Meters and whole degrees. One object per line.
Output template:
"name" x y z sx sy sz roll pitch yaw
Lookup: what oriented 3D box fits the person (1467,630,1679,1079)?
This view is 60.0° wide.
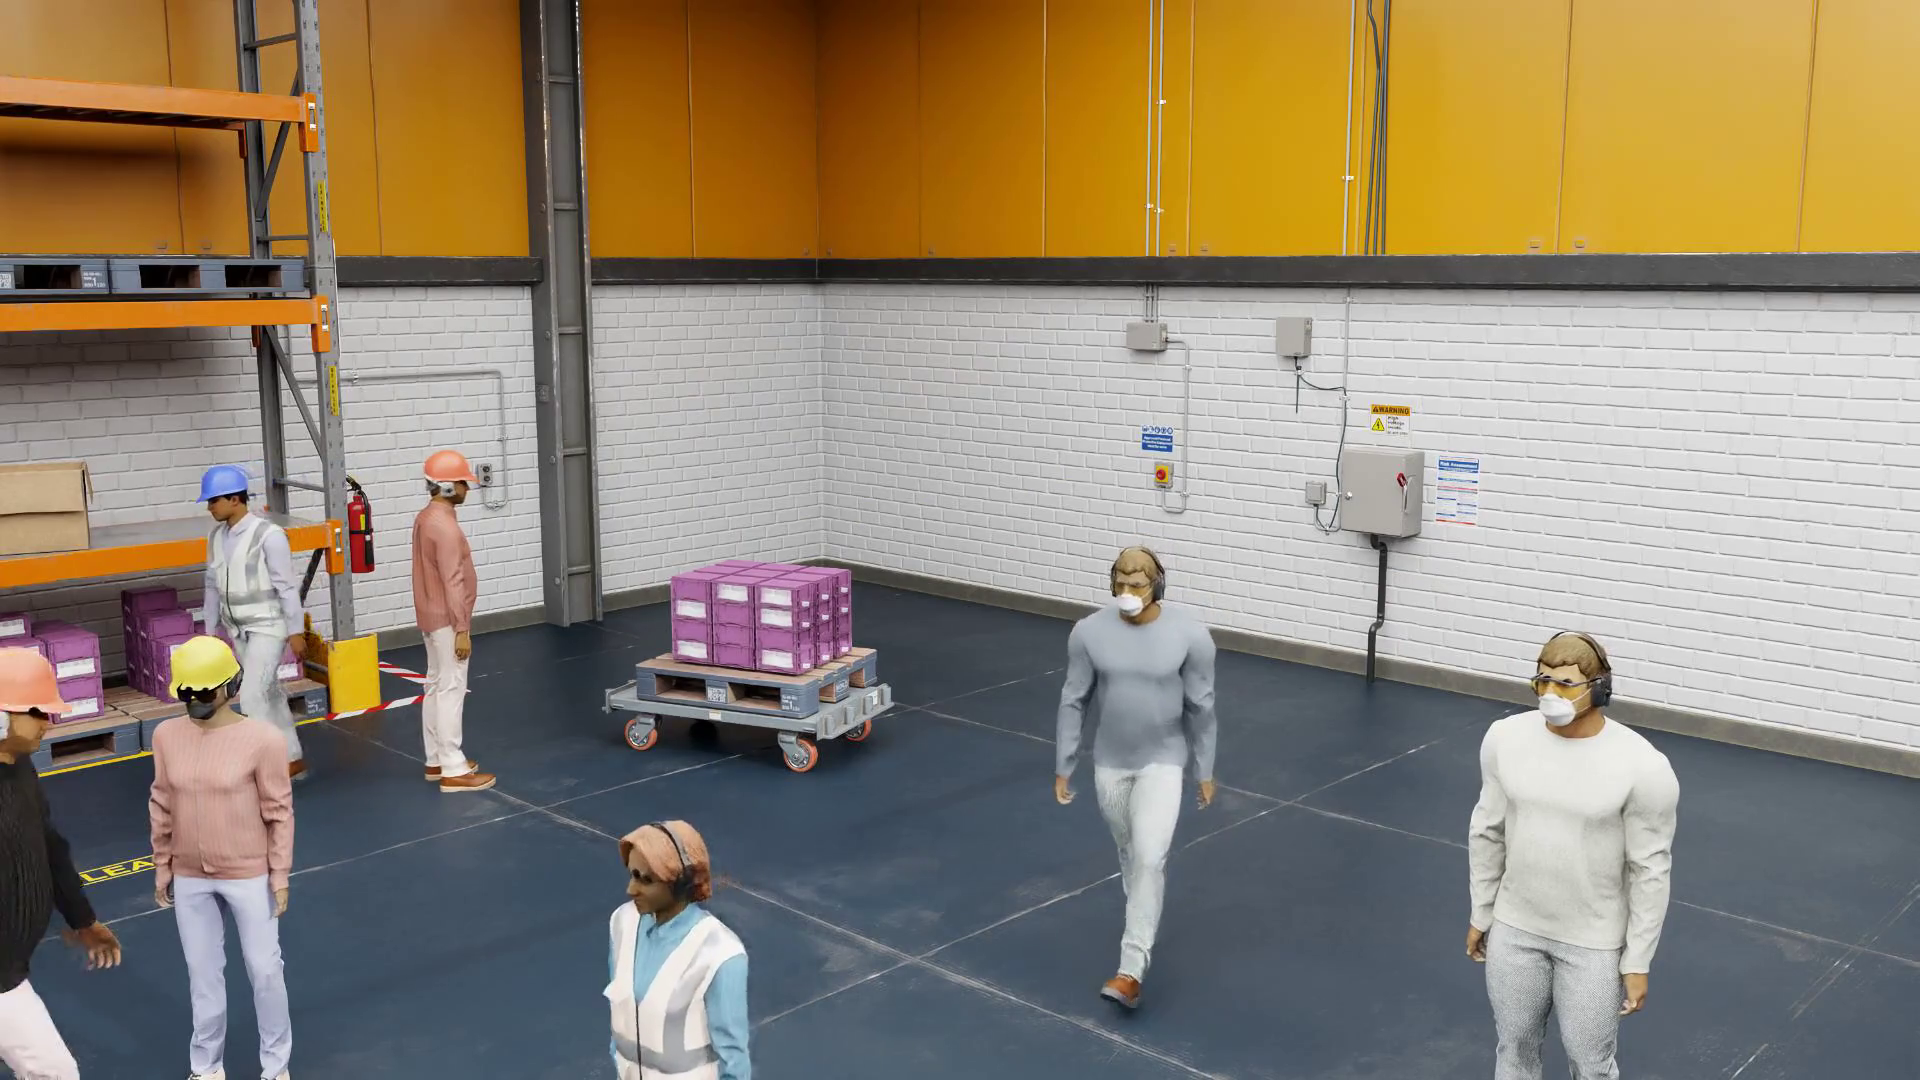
"person" 1.870 1.231 5.188 0.629 1.940 0.372 9 13 43

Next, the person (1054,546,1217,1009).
"person" 0.711 0.964 6.994 0.660 1.882 1.022 4 10 24

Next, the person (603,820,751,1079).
"person" -0.708 1.511 4.463 0.523 1.621 0.635 8 12 40

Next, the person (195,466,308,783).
"person" -4.122 0.538 9.519 0.636 1.909 0.806 5 11 29

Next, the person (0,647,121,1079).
"person" -2.930 1.273 5.022 1.069 1.932 0.623 -3 10 -18

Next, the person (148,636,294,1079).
"person" -2.640 1.198 5.946 0.523 1.760 0.324 1 9 5

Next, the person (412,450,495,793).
"person" -2.974 0.466 9.711 0.401 1.990 0.622 -6 11 -32
